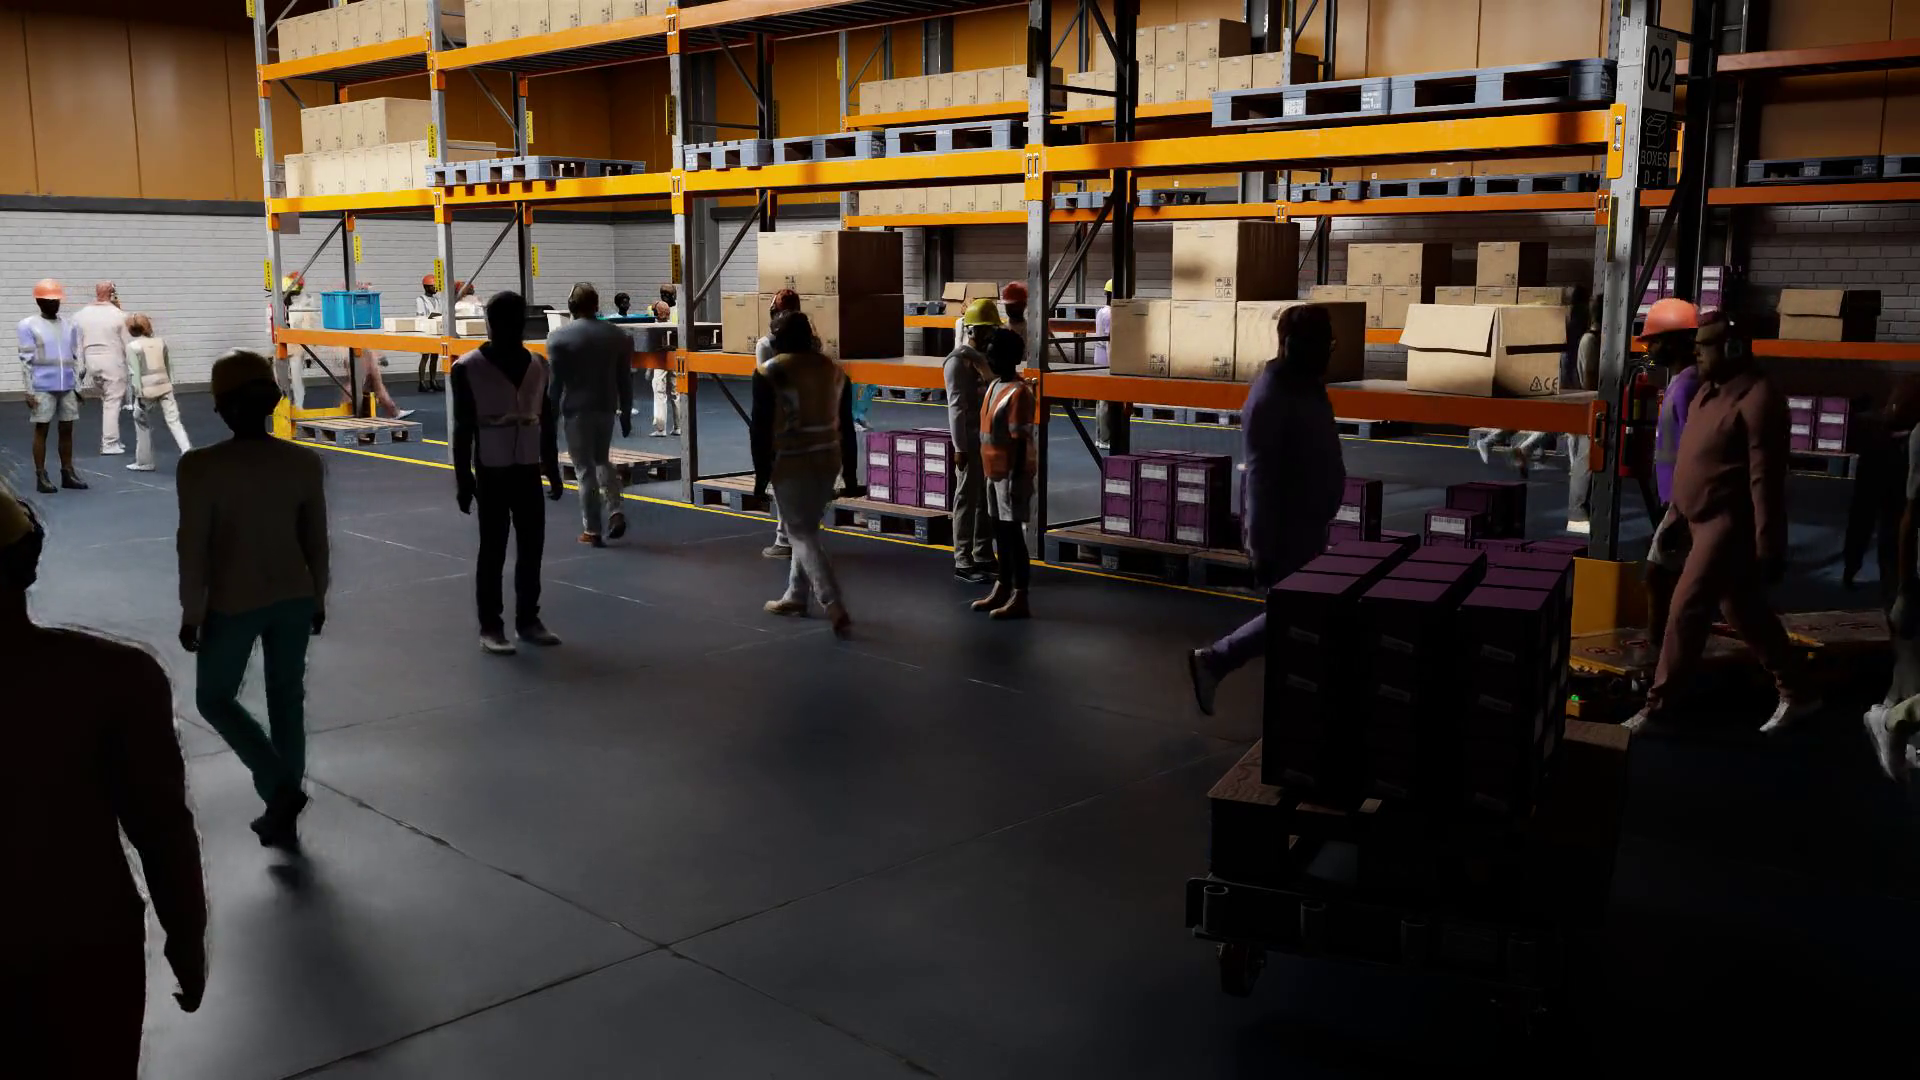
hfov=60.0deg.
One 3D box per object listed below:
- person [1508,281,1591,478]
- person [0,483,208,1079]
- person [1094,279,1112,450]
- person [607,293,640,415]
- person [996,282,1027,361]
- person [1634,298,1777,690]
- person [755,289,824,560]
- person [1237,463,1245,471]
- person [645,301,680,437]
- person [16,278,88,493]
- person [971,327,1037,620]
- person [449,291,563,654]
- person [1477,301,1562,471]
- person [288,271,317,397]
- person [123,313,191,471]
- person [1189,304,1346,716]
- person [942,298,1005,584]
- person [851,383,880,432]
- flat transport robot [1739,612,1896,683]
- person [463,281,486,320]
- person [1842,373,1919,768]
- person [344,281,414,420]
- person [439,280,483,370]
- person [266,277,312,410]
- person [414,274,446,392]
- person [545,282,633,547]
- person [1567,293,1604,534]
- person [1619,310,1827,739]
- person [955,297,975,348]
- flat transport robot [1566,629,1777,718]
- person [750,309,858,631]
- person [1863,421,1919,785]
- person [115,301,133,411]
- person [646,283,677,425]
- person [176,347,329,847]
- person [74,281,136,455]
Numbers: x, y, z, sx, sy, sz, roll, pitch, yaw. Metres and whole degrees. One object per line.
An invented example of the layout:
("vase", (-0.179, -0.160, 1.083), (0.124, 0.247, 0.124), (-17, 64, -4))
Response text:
("person", (5.648, -1.469, 15.623), (0.857, 1.912, 0.639), (4, 10, 25))
("person", (-1.572, 0.724, 2.784), (0.532, 1.705, 0.952), (-2, 9, -12))
("person", (1.697, -1.969, 18.666), (0.381, 1.917, 0.585), (0, 9, -2))
("person", (-4.666, -2.576, 23.056), (0.320, 1.695, 0.537), (9, 13, 42))
("person", (0.458, -1.307, 14.675), (0.562, 1.891, 0.927), (4, 10, 21))
("person", (3.555, -0.185, 7.853), (0.817, 1.899, 0.571), (4, 10, 22))
("person", (-1.188, -0.799, 11.594), (0.349, 1.882, 0.577), (9, 13, 44))
("person", (3.131, -1.645, 16.394), (0.616, 2.022, 0.792), (-8, 12, -40))
("person", (-3.568, -2.056, 20.039), (0.313, 1.642, 0.513), (9, 13, 43))
("person", (-8.222, -1.398, 15.103), (0.373, 1.935, 0.551), (5, 11, 30))
("person", (0.265, -0.384, 9.647), (0.337, 1.689, 0.534), (-3, 10, -17))
("person", (-2.427, -0.361, 8.845), (0.420, 1.904, 0.614), (8, 12, 39))
("person", (5.667, -1.547, 16.742), (0.750, 1.708, 0.487), (2, 9, 12))
("person", (-10.629, -3.298, 26.569), (0.648, 2.006, 0.869), (-7, 11, -35))
("person", (-7.929, -1.446, 16.421), (0.840, 1.587, 0.570), (5, 10, 27))
("person", (1.310, -0.043, 6.958), (0.738, 1.878, 0.669), (5, 10, 27))
("person", (0.140, -0.643, 10.787), (0.404, 1.833, 0.590), (6, 11, 31))
("person", (-1.234, -2.238, 20.585), (0.504, 1.821, 0.574), (3, 10, 15))
("flat transport robot", (4.610, 0.521, 8.432), (1.431, 0.197, 0.652), (-2, 10, -15))
("person", (-8.032, -3.319, 27.238), (0.635, 1.820, 0.432), (-2, 9, -11))
("person", (3.959, 0.101, 6.952), (0.507, 1.586, 0.811), (0, 9, 2))
("person", (-7.483, -2.359, 21.203), (0.983, 1.860, 0.660), (-4, 10, -26))
("person", (-6.277, -2.335, 21.039), (0.629, 1.871, 0.414), (-8, 12, -39))
("person", (-8.630, -2.414, 21.380), (0.609, 1.915, 0.416), (0, 9, 2))
("person", (-8.687, -3.385, 27.320), (0.392, 1.931, 0.544), (4, 10, 22))
("person", (-2.712, -0.905, 12.113), (0.627, 1.925, 0.428), (-8, 12, -41))
("person", (4.880, -0.976, 12.792), (0.325, 1.843, 0.516), (5, 11, 30))
("person", (3.333, -0.056, 7.158), (0.975, 1.863, 0.644), (1, 9, 7))
("person", (0.159, -2.577, 23.283), (0.497, 1.629, 0.276), (-4, 10, -23))
("flat transport robot", (3.221, 0.601, 7.941), (1.431, 0.197, 0.652), (-5, 10, -27))
("person", (-0.835, -0.394, 9.373), (0.627, 1.809, 0.851), (-9, 13, -43))
("person", (3.556, 0.140, 5.982), (0.587, 1.836, 0.698), (-2, 9, -11))
("person", (-12.048, -2.652, 23.714), (0.277, 1.633, 0.507), (4, 10, 21))
("person", (-3.768, -2.403, 21.572), (0.619, 1.839, 0.430), (-1, 9, -7))
("person", (-2.408, 0.216, 5.740), (0.440, 1.752, 0.547), (8, 12, 39))
("person", (-9.263, -1.881, 18.229), (0.673, 1.878, 0.745), (2, 9, 9))
